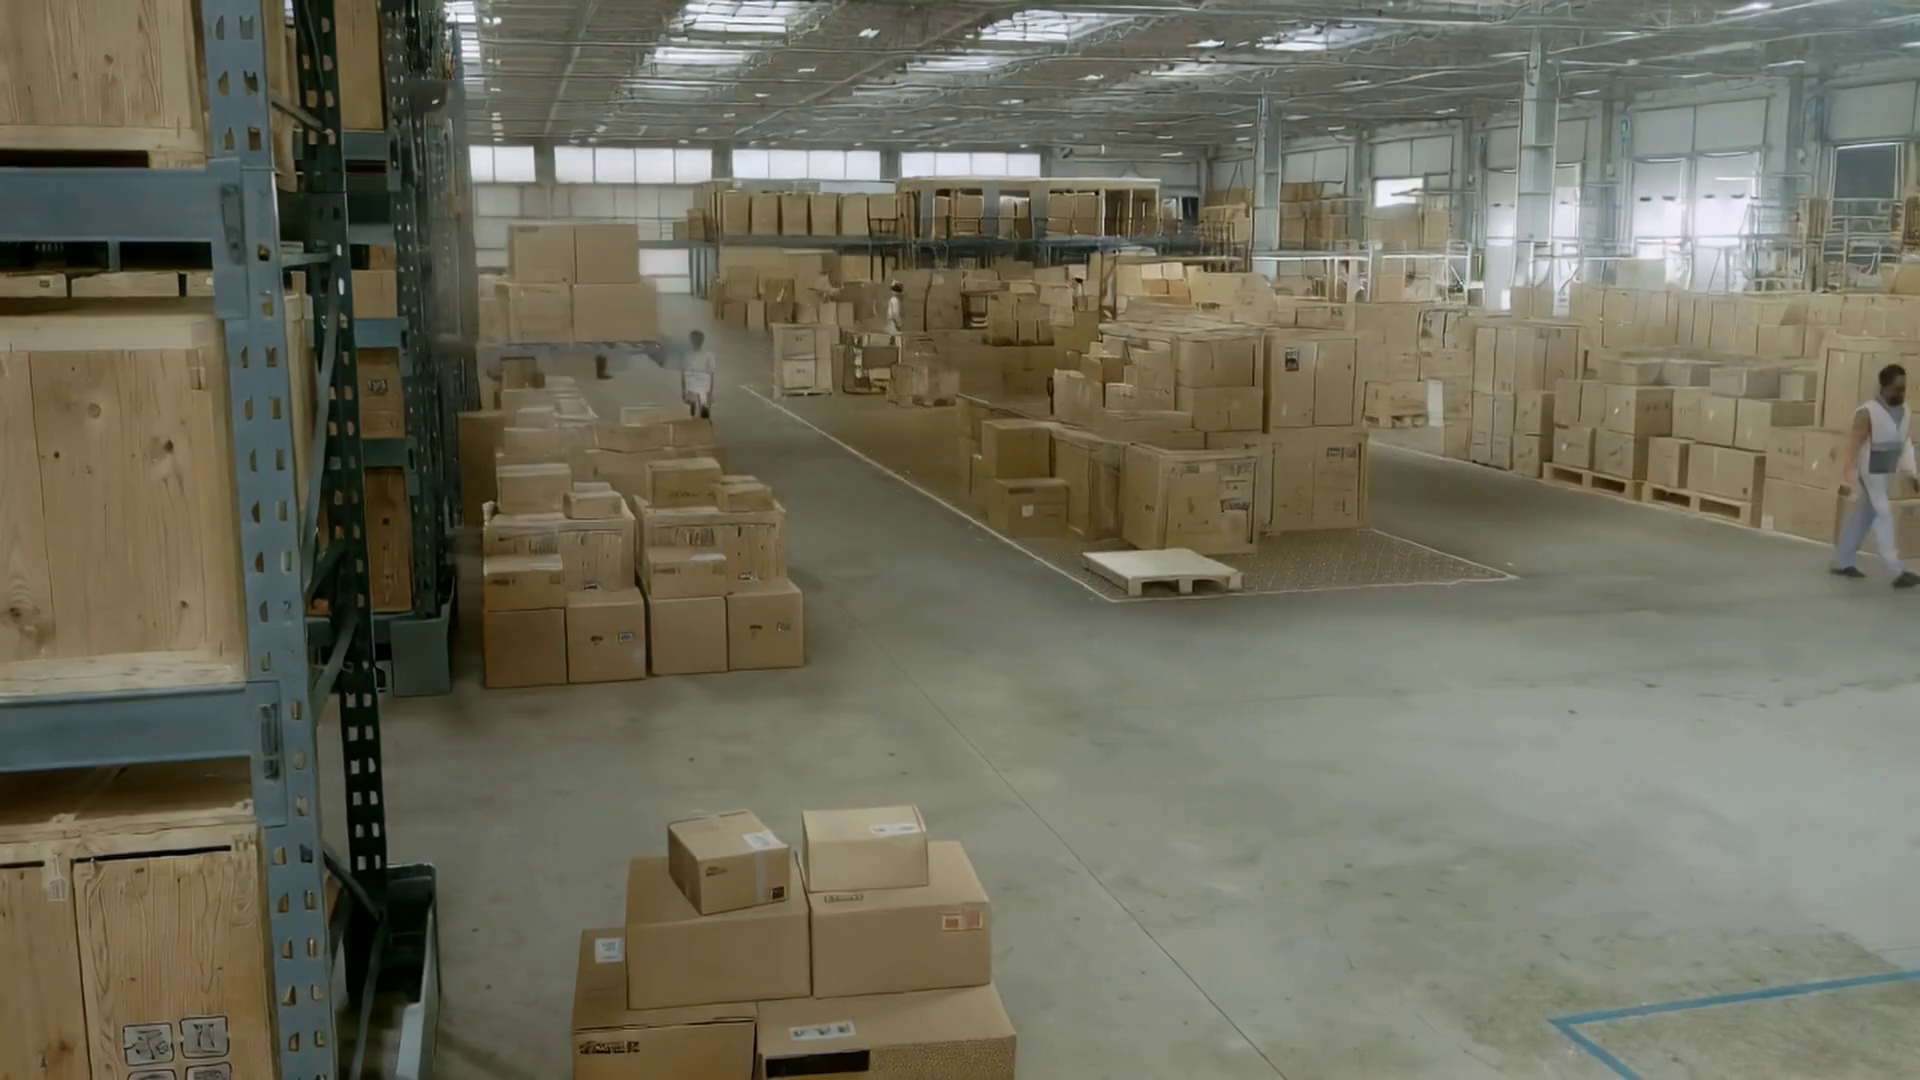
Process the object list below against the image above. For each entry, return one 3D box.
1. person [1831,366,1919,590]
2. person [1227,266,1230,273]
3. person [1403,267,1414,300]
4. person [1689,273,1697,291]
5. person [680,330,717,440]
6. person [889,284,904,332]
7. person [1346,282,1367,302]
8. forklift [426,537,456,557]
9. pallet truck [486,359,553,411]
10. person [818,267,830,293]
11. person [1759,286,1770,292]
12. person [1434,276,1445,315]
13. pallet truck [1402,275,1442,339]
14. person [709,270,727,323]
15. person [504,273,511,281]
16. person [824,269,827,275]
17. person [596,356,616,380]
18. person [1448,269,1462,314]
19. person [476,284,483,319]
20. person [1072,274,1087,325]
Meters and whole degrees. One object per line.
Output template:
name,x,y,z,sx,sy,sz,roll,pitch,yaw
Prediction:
person,7.834,-0.531,14.048,0.608,1.867,0.983,-5,11,-28
person,12.683,-12.023,78.922,0.607,1.937,0.416,3,10,17
person,20.264,-11.361,75.146,1.028,1.940,0.624,-8,13,-38
person,23.956,-7.761,54.624,0.381,1.994,0.622,1,10,6
person,-3.694,-2.109,23.461,0.530,1.697,0.321,2,10,9
person,-1.565,-5.362,41.205,0.364,1.935,0.553,-3,10,-17
person,11.554,-6.577,48.456,0.672,1.832,0.605,0,10,1
forklift,-5.477,-1.129,14.566,1.873,2.768,1.129,-3,10,-15
pallet truck,-6.242,-2.418,24.362,0.823,1.965,1.885,1,10,3
person,-5.612,-10.308,69.001,0.614,2.024,0.868,4,11,24
person,18.933,-5.037,39.378,0.372,1.934,0.627,5,11,25
person,18.487,-9.275,63.896,0.528,1.758,0.360,-4,11,-21
pallet truck,14.620,-7.324,52.145,0.823,1.965,1.885,8,13,40
person,-9.079,-9.171,62.478,0.687,2.000,0.831,-1,10,-3
person,-16.065,-8.539,59.191,0.551,1.936,0.356,1,10,5
person,-5.932,-10.939,72.935,0.941,1.881,0.611,8,12,37
person,-7.700,-4.430,35.859,0.373,1.962,0.605,-6,12,-31
person,21.182,-10.644,71.264,0.560,1.892,0.983,0,10,0
person,-18.946,-9.489,65.181,0.534,1.733,0.865,3,10,16
person,4.360,-8.791,60.879,0.541,1.849,0.551,-1,10,-7
